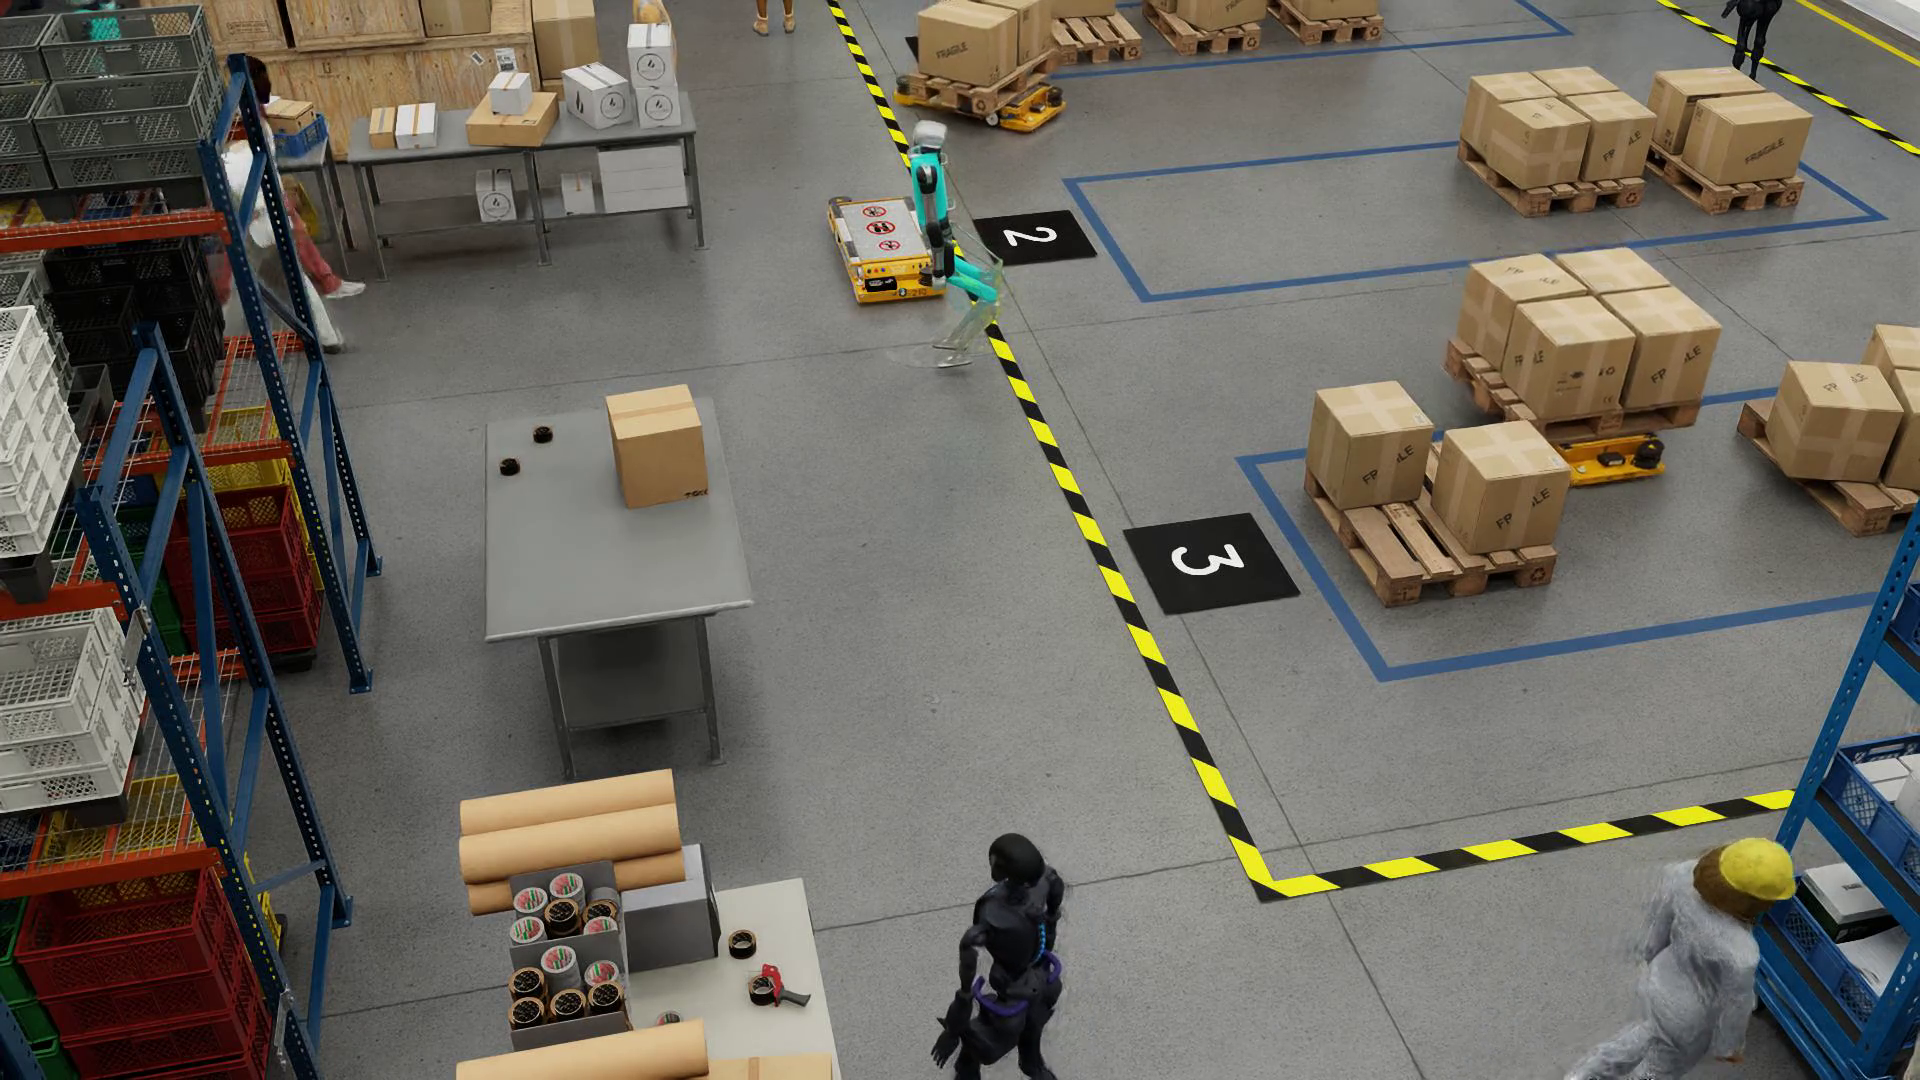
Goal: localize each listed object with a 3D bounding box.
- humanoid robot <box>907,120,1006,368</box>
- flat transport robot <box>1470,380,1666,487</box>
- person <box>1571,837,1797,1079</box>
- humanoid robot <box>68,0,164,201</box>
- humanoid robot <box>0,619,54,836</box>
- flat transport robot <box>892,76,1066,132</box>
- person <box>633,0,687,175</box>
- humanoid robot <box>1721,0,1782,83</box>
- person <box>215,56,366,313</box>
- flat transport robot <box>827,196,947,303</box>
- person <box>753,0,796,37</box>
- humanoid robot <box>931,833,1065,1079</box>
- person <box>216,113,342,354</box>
[{"bbox_3d":[0.035,-1.906,10.773,0.735,1.677,0.533,-2,37,-2],"label":"humanoid robot"},{"bbox_3d":[3.853,-0.844,10.665,0.652,0.197,1.431,-8,37,-10],"label":"flat transport robot"},{"bbox_3d":[2.685,1.678,6.081,0.362,1.719,0.494,-2,37,-2],"label":"person"},{"bbox_3d":[-6.843,-3.485,13.021,0.946,1.774,0.537,8,37,11],"label":"humanoid robot"},{"bbox_3d":[-4.090,0.798,7.290,0.323,1.649,0.606,-13,38,-16],"label":"humanoid robot"},{"bbox_3d":[0.167,-3.992,14.896,1.431,0.197,0.652,20,41,24],"label":"flat transport robot"},{"bbox_3d":[-2.354,-3.698,13.126,0.372,1.938,0.545,-8,37,-11],"label":"person"},{"bbox_3d":[7.166,-4.881,14.924,0.599,1.653,0.315,-15,39,-19],"label":"humanoid robot"},{"bbox_3d":[-4.868,-2.421,11.482,1.060,1.851,0.622,-11,38,-15],"label":"person"},{"bbox_3d":[-0.570,-2.220,12.538,0.659,0.231,1.431,-8,37,-10],"label":"flat transport robot"},{"bbox_3d":[-1.868,-5.886,15.985,0.604,2.037,0.387,-10,38,-13],"label":"person"},{"bbox_3d":[0.209,1.713,6.095,0.709,1.635,0.586,28,45,32],"label":"humanoid robot"},{"bbox_3d":[-4.739,-2.035,11.018,0.980,1.783,0.581,11,38,14],"label":"person"}]
